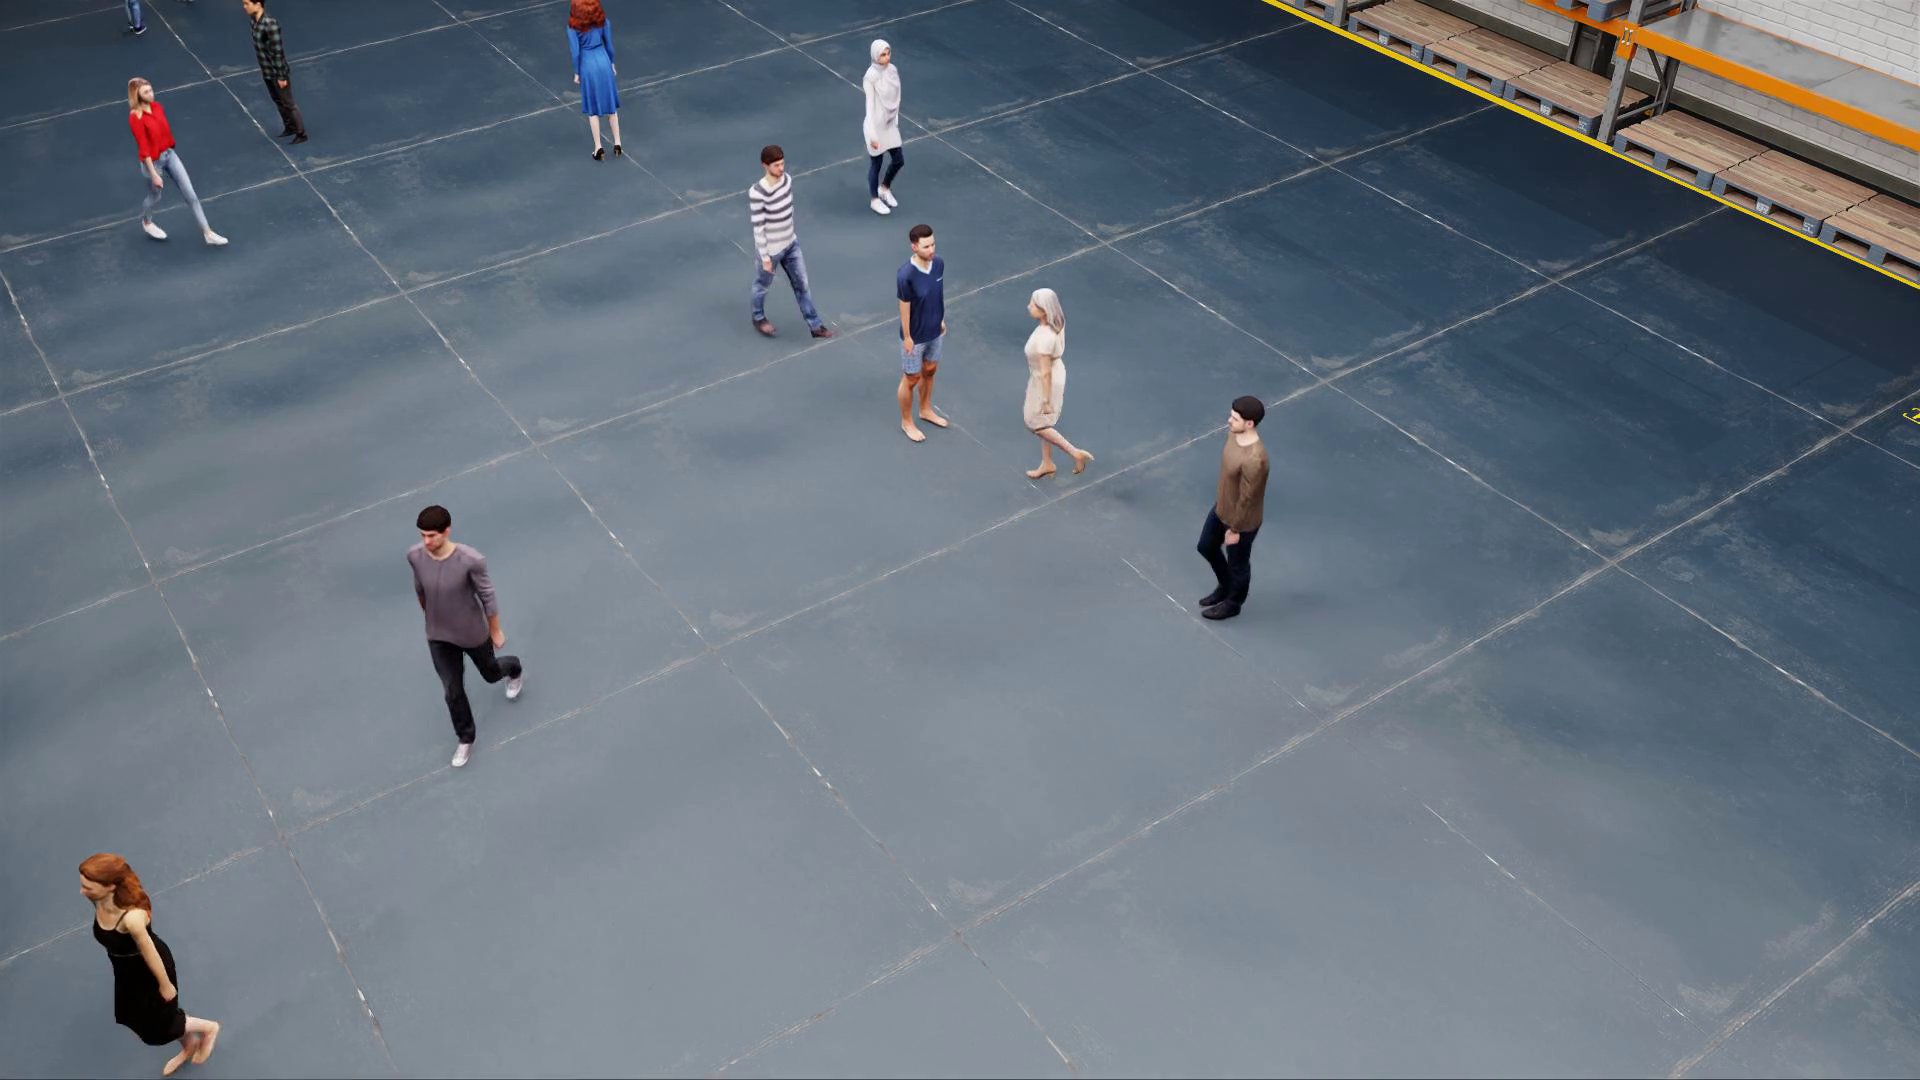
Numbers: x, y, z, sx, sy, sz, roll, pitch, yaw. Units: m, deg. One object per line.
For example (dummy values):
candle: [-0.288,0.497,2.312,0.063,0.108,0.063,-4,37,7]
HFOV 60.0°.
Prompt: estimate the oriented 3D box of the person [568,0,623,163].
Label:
person: [-3.751,-4.787,17.126,0.627,1.829,0.585,-20,43,-23]

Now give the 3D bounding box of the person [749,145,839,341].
person: [-1.660,-2.567,14.361,1.184,1.809,0.871,27,46,30]

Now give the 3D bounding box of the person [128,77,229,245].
person: [-7.618,-3.543,15.703,1.219,1.660,1.079,11,40,14]

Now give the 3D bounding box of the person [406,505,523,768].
person: [-3.118,0.506,10.501,1.118,1.825,1.189,5,39,7]

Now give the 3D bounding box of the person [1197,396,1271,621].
person: [1.966,-0.207,11.353,0.801,1.876,0.662,-9,39,-11]

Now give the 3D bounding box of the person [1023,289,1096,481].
person: [0.756,-1.127,12.631,0.923,1.719,0.844,11,40,14]

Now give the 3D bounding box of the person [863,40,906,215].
person: [-0.830,-4.041,16.242,0.652,1.765,0.621,-30,47,-32]

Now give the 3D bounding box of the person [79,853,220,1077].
person: [-4.129,2.166,8.597,0.666,1.607,0.736,26,45,28]

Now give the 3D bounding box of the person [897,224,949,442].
person: [-0.314,-1.679,13.218,0.613,1.849,0.651,32,48,33]

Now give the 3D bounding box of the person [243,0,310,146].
person: [-7.249,-4.990,17.568,0.744,1.707,0.532,-31,48,-33]
